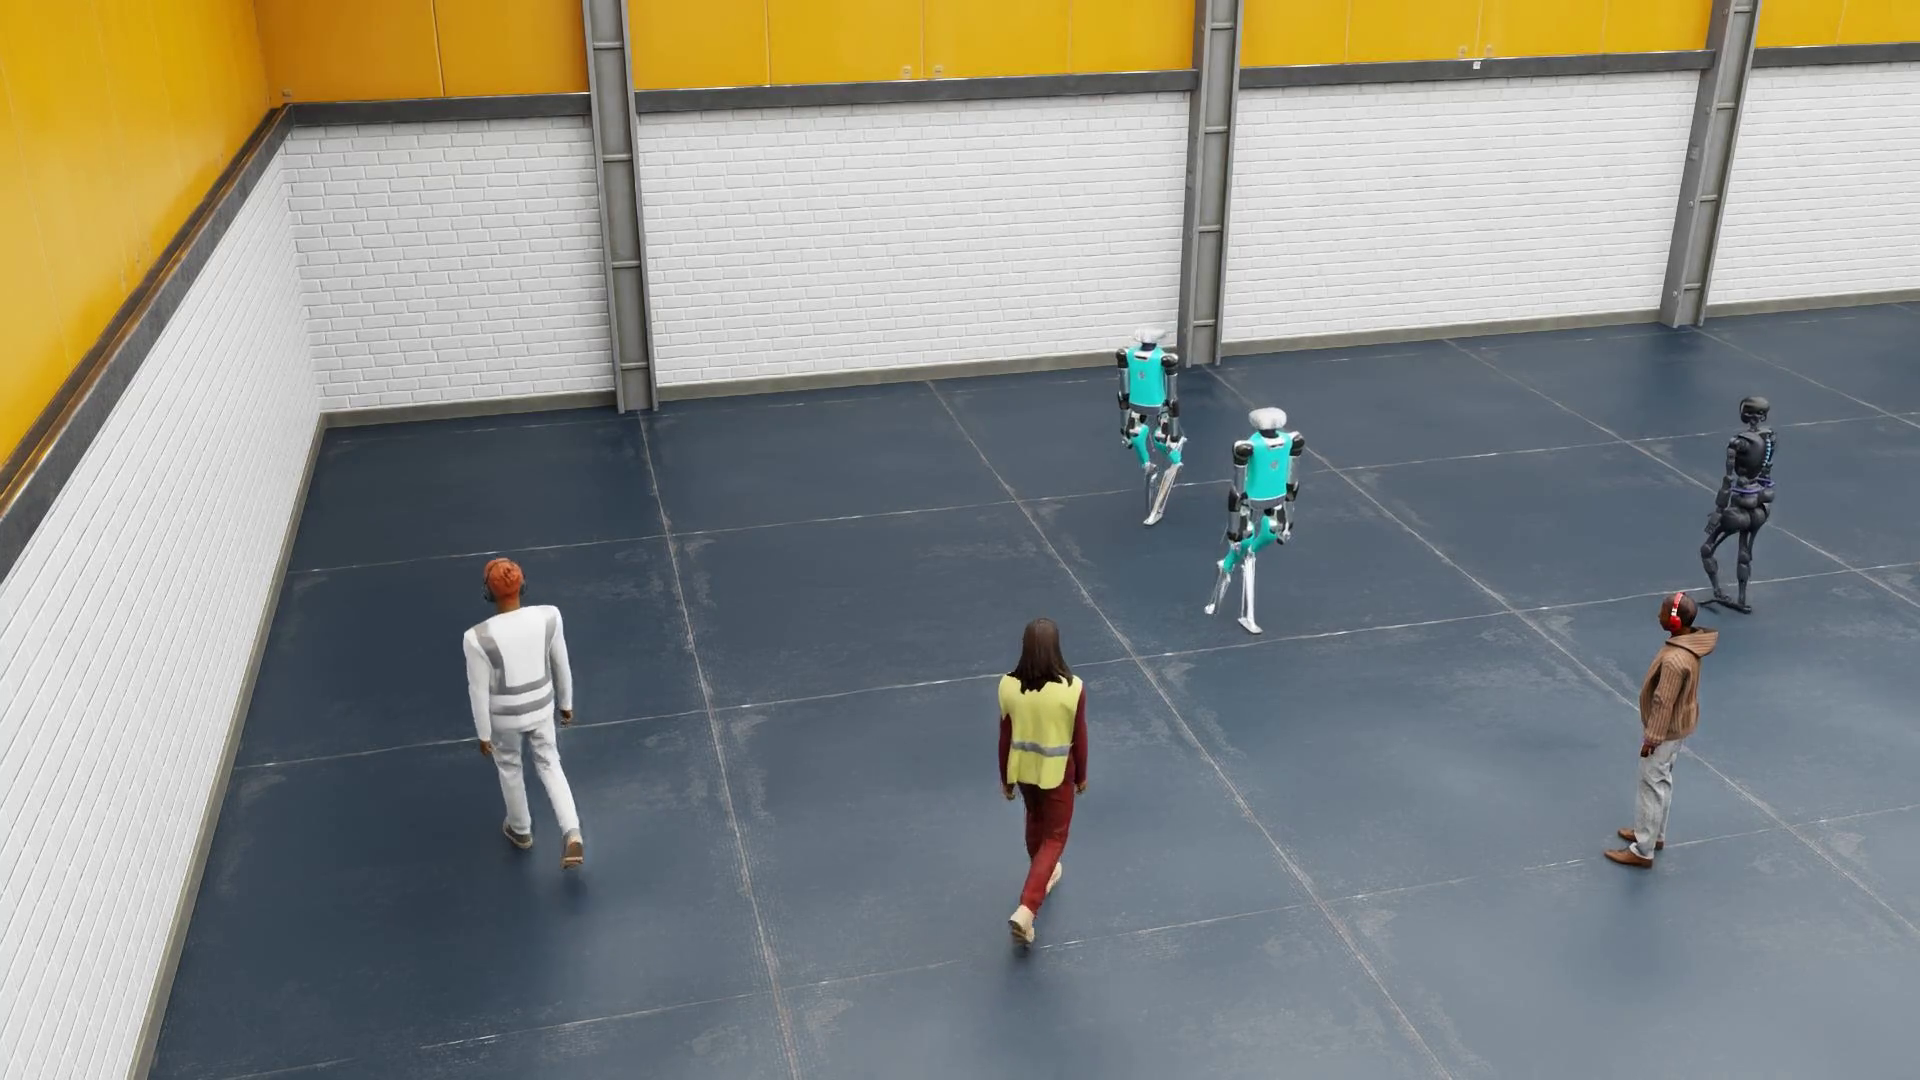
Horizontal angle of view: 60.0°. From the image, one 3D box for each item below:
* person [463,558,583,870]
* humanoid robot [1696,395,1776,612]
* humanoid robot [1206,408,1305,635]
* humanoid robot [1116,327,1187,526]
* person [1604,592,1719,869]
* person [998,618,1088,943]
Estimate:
[{"bbox_3d":[-2.394,0.973,9.179,0.584,1.860,0.787,-16,29,-33],"label":"person"},{"bbox_3d":[5.756,-0.259,12.197,0.609,1.643,0.409,-15,28,-30],"label":"humanoid robot"},{"bbox_3d":[2.037,-0.122,11.945,0.544,1.885,0.799,-9,25,-19],"label":"humanoid robot"},{"bbox_3d":[1.641,-0.895,13.709,0.551,1.900,0.769,14,28,29],"label":"humanoid robot"},{"bbox_3d":[3.921,1.053,9.261,0.336,1.641,0.474,14,27,29],"label":"person"},{"bbox_3d":[0.408,1.243,8.708,0.463,1.743,0.792,10,26,22],"label":"person"}]
